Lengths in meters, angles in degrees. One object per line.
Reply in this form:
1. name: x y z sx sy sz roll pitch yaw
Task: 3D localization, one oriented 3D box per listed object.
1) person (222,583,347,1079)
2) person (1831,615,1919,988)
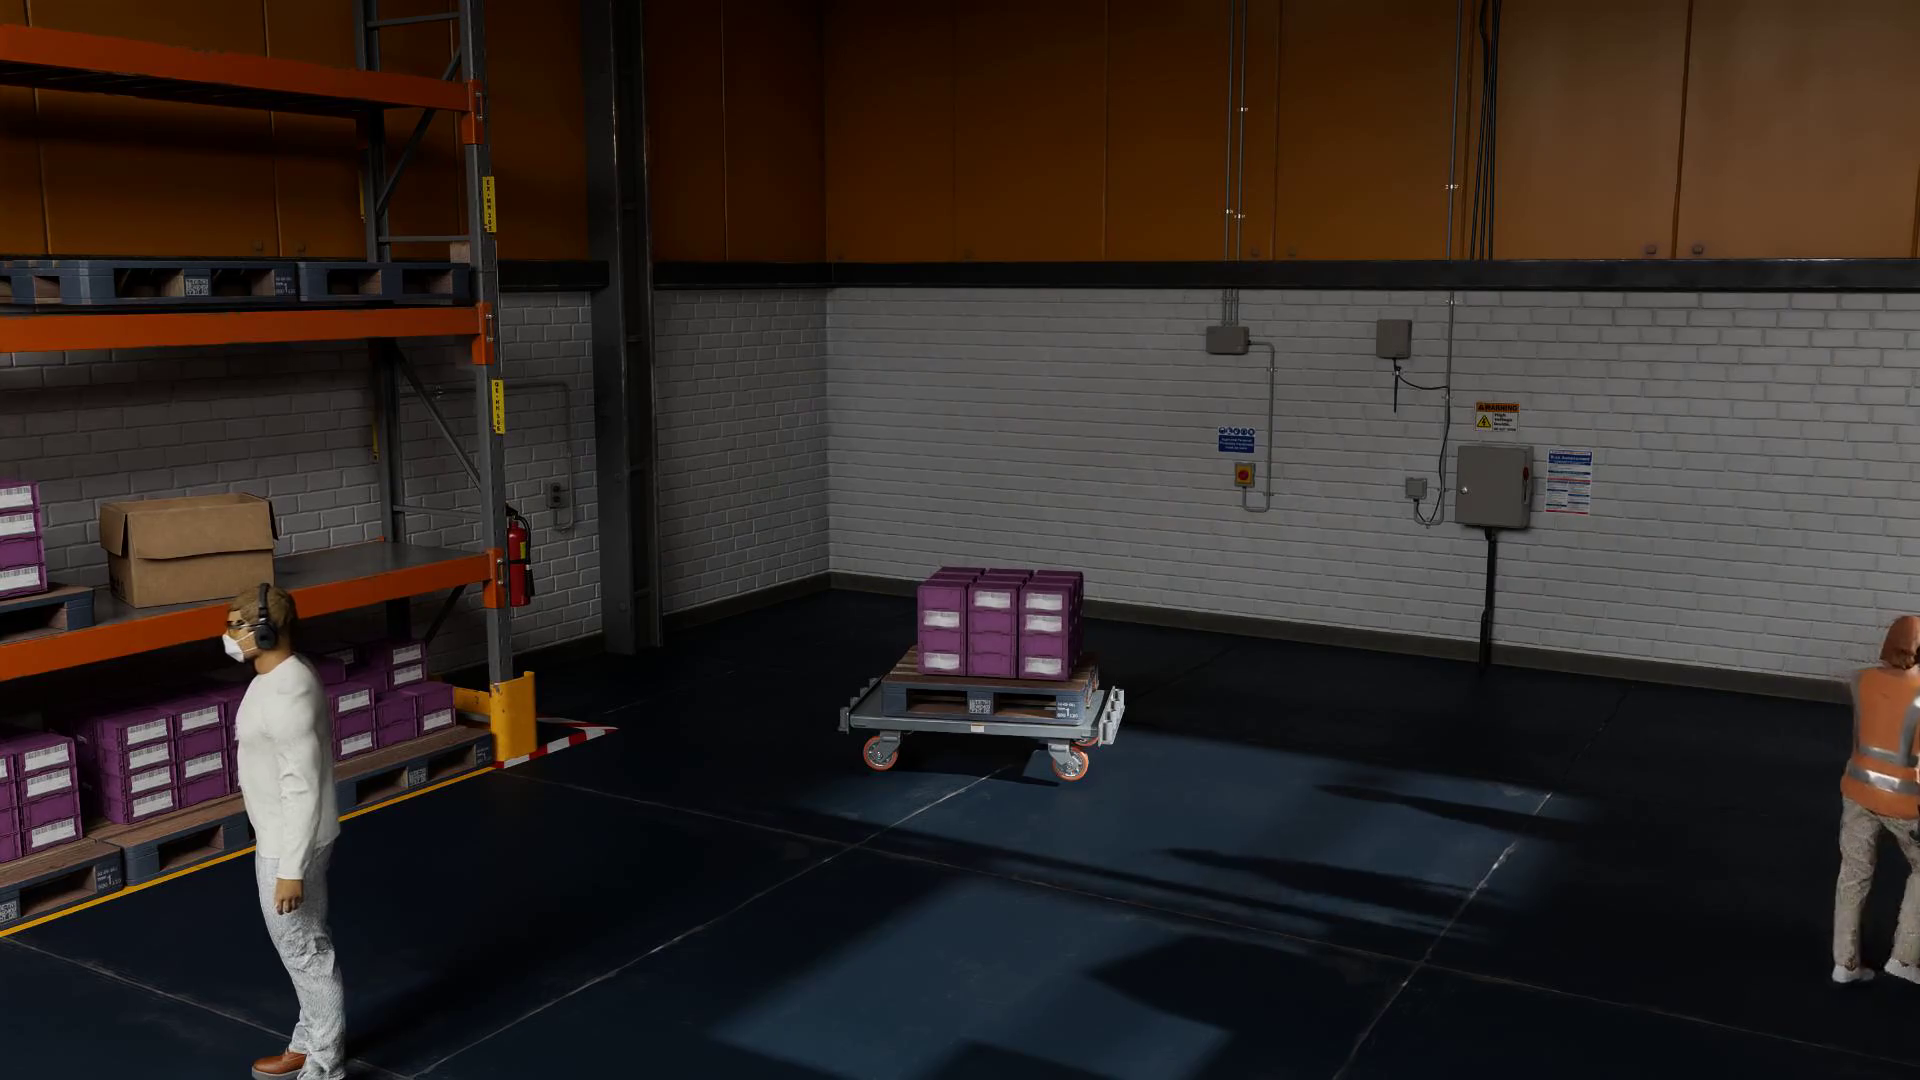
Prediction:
1. person: -2.433 1.107 6.029 0.354 1.937 0.635 -4 10 -24
2. person: 3.958 1.106 7.024 0.543 1.619 0.526 -4 10 -23
